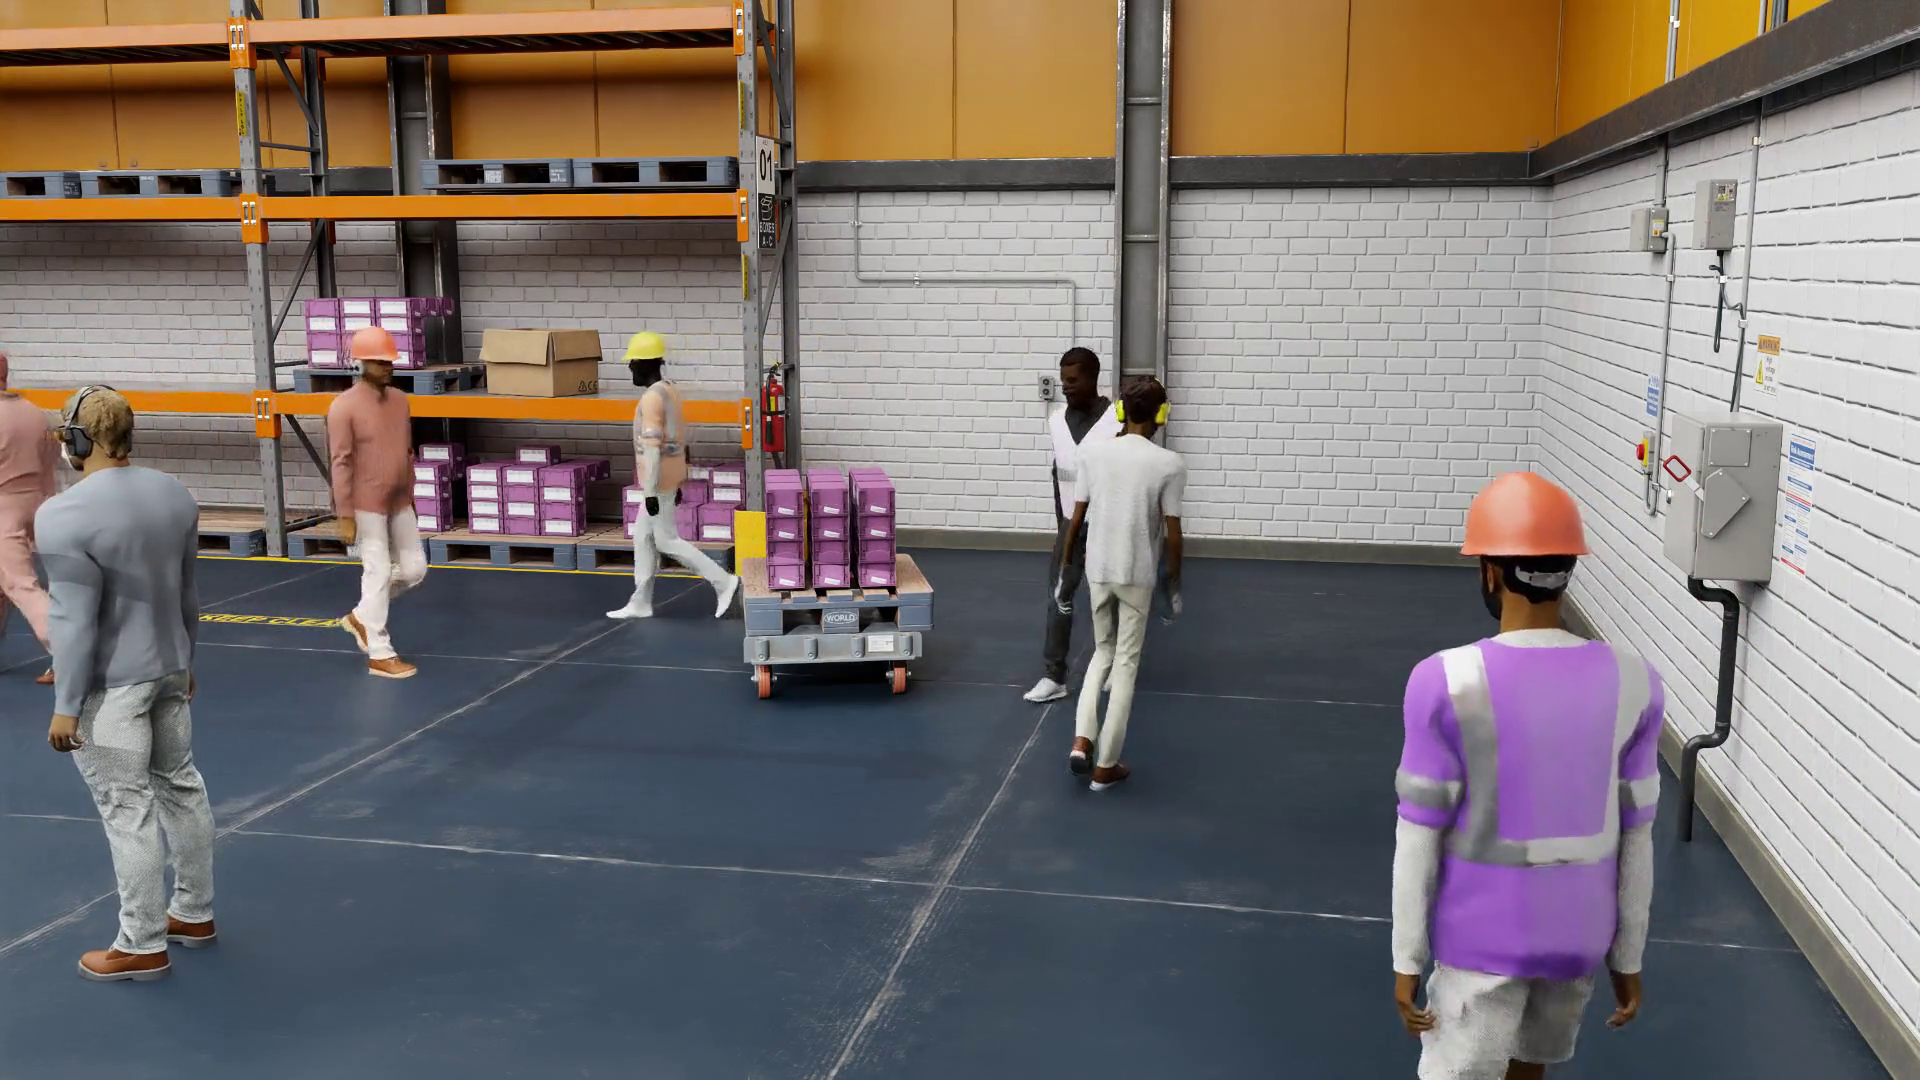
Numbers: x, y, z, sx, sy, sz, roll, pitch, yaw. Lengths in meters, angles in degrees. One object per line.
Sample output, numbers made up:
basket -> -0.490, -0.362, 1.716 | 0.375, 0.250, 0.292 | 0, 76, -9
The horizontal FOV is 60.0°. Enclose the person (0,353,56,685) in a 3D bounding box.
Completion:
person -> -5.294, -0.115, 9.173 | 0.998, 1.862, 0.656 | 1, 9, 6

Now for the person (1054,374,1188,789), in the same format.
person -> 0.726, 0.188, 7.369 | 0.564, 1.837, 0.432 | 5, 10, 25

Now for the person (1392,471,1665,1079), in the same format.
person -> 1.168, 0.822, 3.397 | 0.543, 1.906, 0.836 | -1, 9, -5

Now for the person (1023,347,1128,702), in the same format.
person -> 0.632, -0.068, 8.796 | 0.579, 1.876, 0.866 | 7, 12, 38

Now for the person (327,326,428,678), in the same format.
person -> -3.300, -0.211, 9.356 | 0.516, 1.976, 0.642 | 4, 10, 21

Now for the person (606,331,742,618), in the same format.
person -> -1.873, -0.403, 10.785 | 0.833, 1.900, 0.593 | 0, 9, -2

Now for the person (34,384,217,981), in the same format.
person -> -2.711, 0.464, 5.415 | 0.366, 1.938, 0.630 | 2, 10, 13
